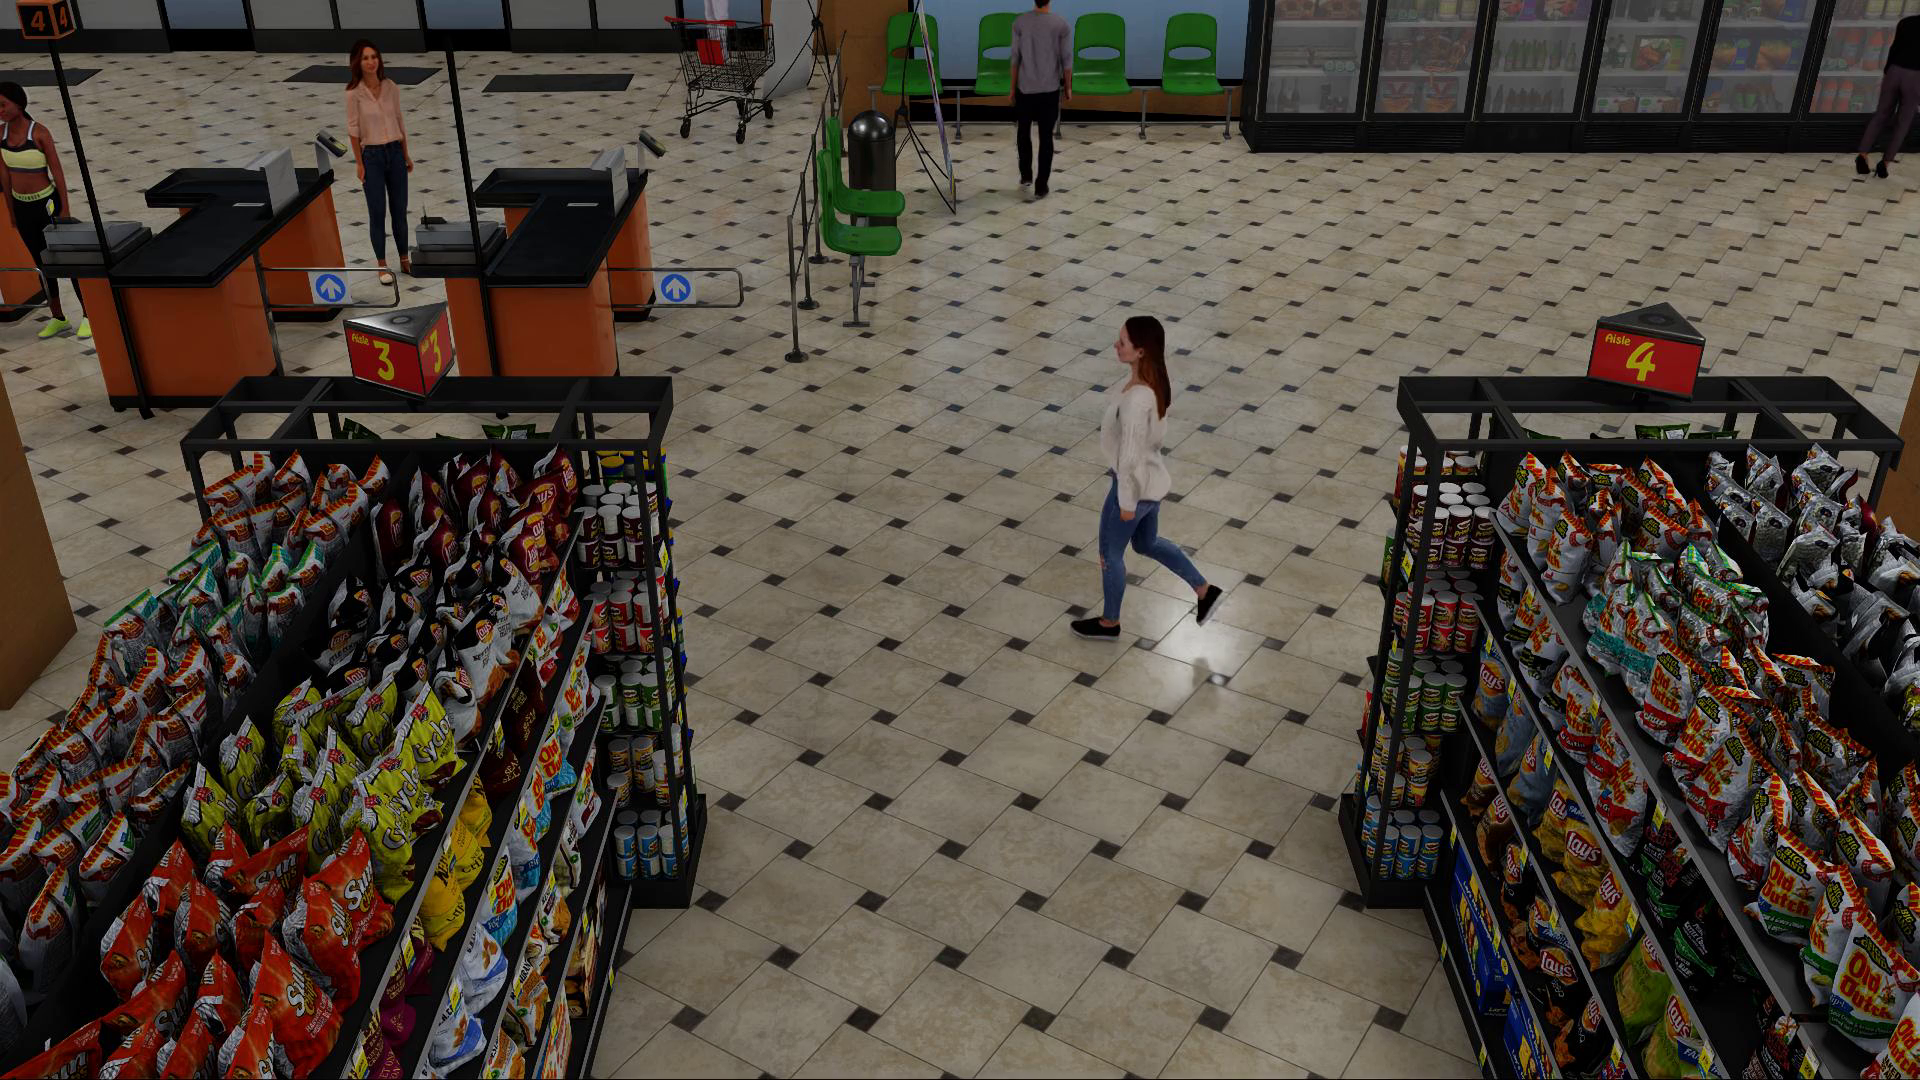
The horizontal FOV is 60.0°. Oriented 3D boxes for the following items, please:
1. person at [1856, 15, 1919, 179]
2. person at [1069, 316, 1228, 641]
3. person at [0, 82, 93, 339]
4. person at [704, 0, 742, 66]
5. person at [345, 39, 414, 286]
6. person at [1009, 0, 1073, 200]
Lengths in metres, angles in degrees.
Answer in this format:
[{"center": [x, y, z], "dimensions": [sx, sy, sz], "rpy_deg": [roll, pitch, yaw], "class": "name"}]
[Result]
[{"center": [8.246, -3.942, 14.554], "dimensions": [0.679, 1.643, 0.770], "rpy_deg": [25, 37, 38], "class": "person"}, {"center": [0.897, -0.243, 7.749], "dimensions": [0.873, 1.672, 0.988], "rpy_deg": [8, 30, 15], "class": "person"}, {"center": [-6.244, -2.238, 11.316], "dimensions": [0.564, 1.755, 0.503], "rpy_deg": [1, 29, 2], "class": "person"}, {"center": [-2.755, -6.297, 18.614], "dimensions": [0.803, 1.886, 0.701], "rpy_deg": [-17, 33, -29], "class": "person"}, {"center": [-4.283, -2.806, 12.319], "dimensions": [0.669, 1.791, 0.718], "rpy_deg": [-24, 37, -36], "class": "person"}, {"center": [0.656, -3.802, 14.104], "dimensions": [0.722, 1.828, 0.702], "rpy_deg": [4, 29, 7], "class": "person"}]
